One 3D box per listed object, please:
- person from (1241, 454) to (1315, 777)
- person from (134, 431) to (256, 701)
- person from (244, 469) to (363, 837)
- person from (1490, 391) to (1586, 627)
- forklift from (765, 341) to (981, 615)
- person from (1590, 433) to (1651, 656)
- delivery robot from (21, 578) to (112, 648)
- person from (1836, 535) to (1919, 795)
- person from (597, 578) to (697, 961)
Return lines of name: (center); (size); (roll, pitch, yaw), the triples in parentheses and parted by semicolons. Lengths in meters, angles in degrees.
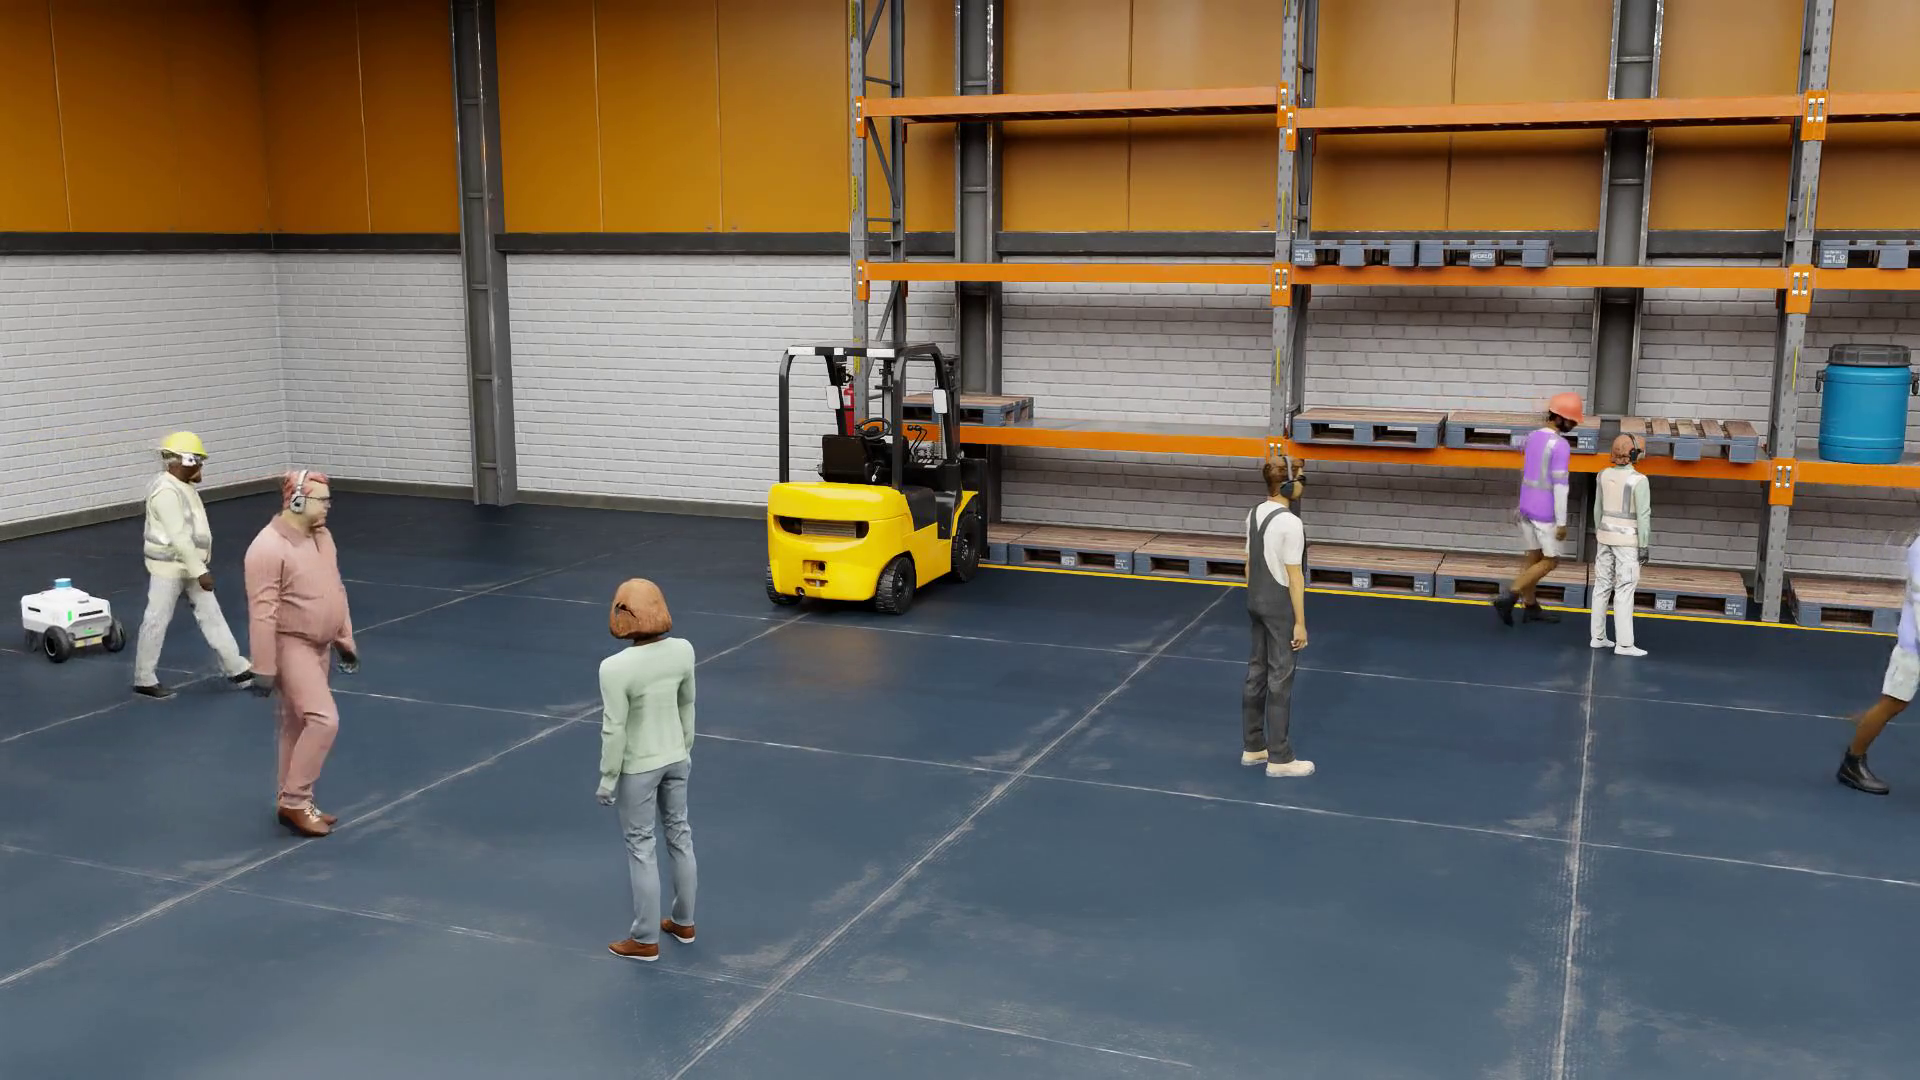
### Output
person: (1.813, 0.426, 9.490); (0.345, 1.846, 0.506); (-4, 11, -23)
person: (-5.099, 0.179, 11.038); (0.897, 1.772, 0.618); (-1, 10, -8)
person: (-3.347, 0.575, 8.548); (0.521, 1.882, 0.643); (0, 10, 2)
person: (4.477, -0.223, 12.980); (0.635, 1.895, 0.622); (-2, 10, -12)
forklift: (-0.739, -0.602, 14.246); (1.214, 2.155, 2.313); (4, 11, 21)
person: (4.865, 0.034, 12.245); (0.309, 1.641, 0.511); (-4, 11, -22)
delivery robot: (-6.593, 0.527, 12.262); (0.707, 0.478, 0.477); (7, 12, 34)
person: (5.213, 0.531, 8.852); (0.546, 1.876, 1.031); (-5, 12, -28)
person: (-1.326, 0.966, 7.064); (0.282, 1.636, 0.498); (8, 13, 37)
